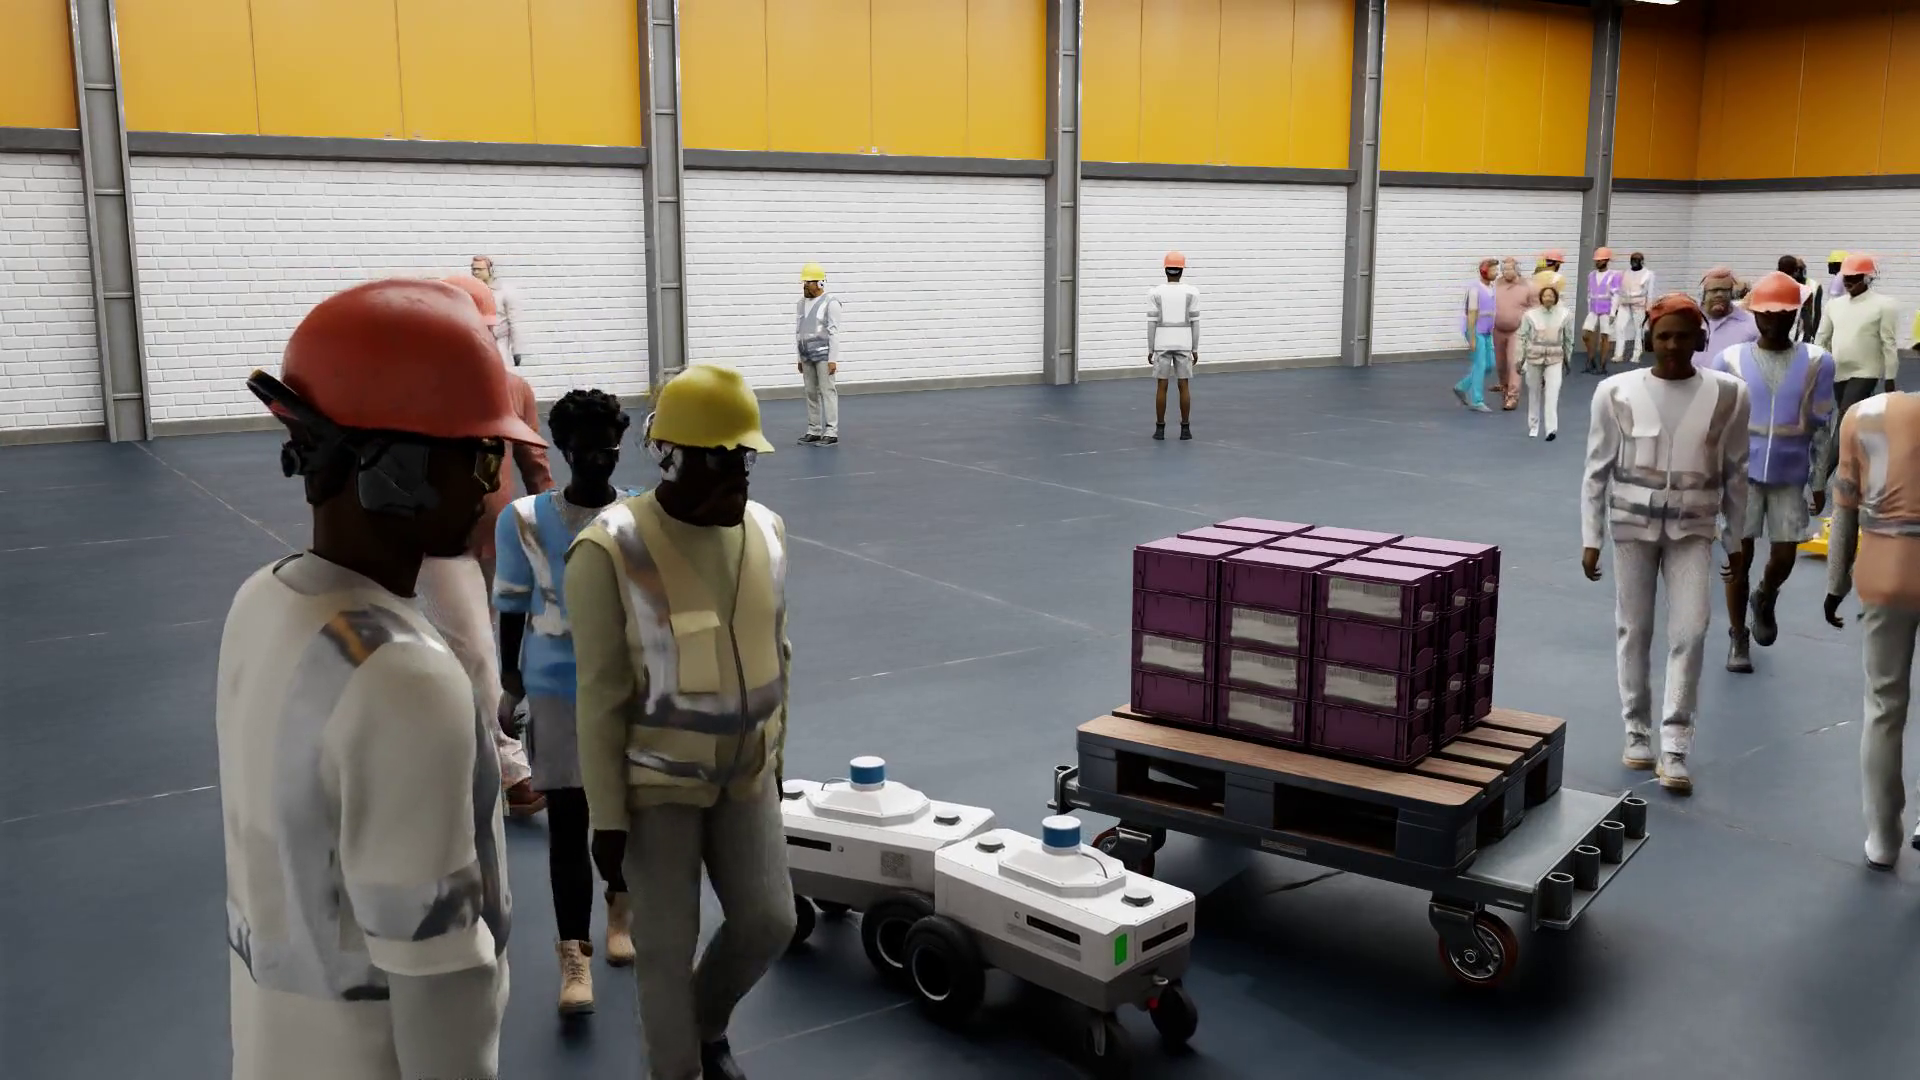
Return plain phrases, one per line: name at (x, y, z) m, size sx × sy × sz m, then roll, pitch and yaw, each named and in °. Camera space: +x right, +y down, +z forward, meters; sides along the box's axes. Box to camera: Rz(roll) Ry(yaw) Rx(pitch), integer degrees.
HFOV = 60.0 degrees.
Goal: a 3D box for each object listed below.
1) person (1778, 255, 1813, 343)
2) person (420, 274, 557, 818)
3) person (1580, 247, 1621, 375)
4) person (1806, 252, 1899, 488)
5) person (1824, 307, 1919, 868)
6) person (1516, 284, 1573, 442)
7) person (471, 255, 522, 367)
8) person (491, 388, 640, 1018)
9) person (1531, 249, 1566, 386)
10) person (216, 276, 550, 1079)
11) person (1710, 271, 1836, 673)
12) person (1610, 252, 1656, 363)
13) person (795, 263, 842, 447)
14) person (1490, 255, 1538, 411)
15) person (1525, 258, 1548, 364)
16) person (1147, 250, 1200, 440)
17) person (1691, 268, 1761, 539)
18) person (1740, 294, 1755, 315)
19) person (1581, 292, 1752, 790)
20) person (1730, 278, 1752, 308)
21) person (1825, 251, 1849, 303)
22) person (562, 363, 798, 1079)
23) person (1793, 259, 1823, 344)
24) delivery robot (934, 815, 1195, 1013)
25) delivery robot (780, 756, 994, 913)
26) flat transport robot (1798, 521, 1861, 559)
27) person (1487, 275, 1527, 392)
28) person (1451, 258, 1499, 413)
person at (9.123, -2.217, 18.502) m, size 0.595 × 1.881 × 0.949 m, roll 7°, pitch 13°, yaw 35°
person at (-1.757, 0.011, 6.088) m, size 1.011 × 1.937 × 0.633 m, roll 9°, pitch 14°, yaw 40°
person at (9.653, -3.441, 25.080) m, size 0.514 × 1.919 × 0.546 m, roll -8°, pitch 13°, yaw -38°
person at (7.174, -1.349, 13.524) m, size 1.019 × 1.938 × 0.659 m, roll -5°, pitch 11°, yaw -24°
person at (3.150, 0.153, 5.434) m, size 0.584 × 1.903 × 0.409 m, roll 6°, pitch 12°, yaw 31°
person at (5.983, -1.813, 17.037) m, size 0.550 × 1.589 × 0.856 m, roll 3°, pitch 11°, yaw 16°
person at (-4.819, -1.932, 16.859) m, size 0.669 × 1.887 × 0.561 m, roll 3°, pitch 11°, yaw 14°
person at (-0.971, 0.434, 4.515) m, size 0.542 × 1.665 × 0.764 m, roll -4°, pitch 11°, yaw -19°
person at (8.187, -3.085, 23.163) m, size 0.518 × 1.909 × 0.543 m, roll -10°, pitch 14°, yaw -42°
person at (-0.691, 0.694, 2.112) m, size 0.409 × 2.032 × 0.608 m, roll -7°, pitch 13°, yaw -35°
person at (3.873, -0.332, 8.027) m, size 0.558 × 1.918 × 0.555 m, roll 4°, pitch 11°, yaw 22°
person at (11.069, -3.821, 27.419) m, size 0.657 × 1.814 × 0.766 m, roll 9°, pitch 14°, yaw 41°
person at (-1.428, -1.837, 16.558) m, size 0.586 × 1.824 × 0.404 m, roll 9°, pitch 14°, yaw 41°
person at (6.700, -2.531, 20.252) m, size 0.657 × 1.863 × 0.889 m, roll 7°, pitch 12°, yaw 33°
person at (9.421, -3.706, 27.033) m, size 0.480 × 1.734 × 0.332 m, roll 3°, pitch 11°, yaw 15°
person at (2.180, -1.985, 17.040) m, size 0.543 × 1.938 × 0.356 m, roll 1°, pitch 10°, yaw 5°
person at (5.069, -0.880, 11.180) m, size 0.663 × 1.854 × 0.980 m, roll 3°, pitch 11°, yaw 16°
person at (6.714, -1.277, 14.047) m, size 0.702 × 1.609 × 0.511 m, roll -6°, pitch 12°, yaw -29°
person at (2.659, 0.010, 6.301) m, size 0.597 × 1.860 × 0.743 m, roll 4°, pitch 11°, yaw 21°
person at (8.716, -2.152, 18.825) m, size 0.727 × 1.612 × 0.512 m, roll -9°, pitch 13°, yaw -40°
person at (13.129, -3.382, 24.886) m, size 1.023 × 1.876 × 0.601 m, roll 7°, pitch 12°, yaw 33°
person at (-0.594, 0.513, 3.709) m, size 0.600 × 1.818 × 0.412 m, roll -10°, pitch 14°, yaw -42°
person at (10.493, -2.637, 21.010) m, size 0.646 × 1.791 × 0.960 m, roll 6°, pitch 12°, yaw 31°
delivery robot at (0.266, 0.970, 4.375) m, size 0.477 × 0.478 × 0.707 m, roll -10°, pitch 14°, yaw -44°
delivery robot at (-0.271, 0.879, 4.874) m, size 0.707 × 0.478 × 0.477 m, roll 5°, pitch 11°, yaw 25°
flat transport robot at (6.236, -0.043, 10.964) m, size 1.431 × 0.197 × 0.652 m, roll -7°, pitch 12°, yaw -33°
person at (7.404, -2.750, 22.149) m, size 0.656 × 1.609 × 0.505 m, roll 7°, pitch 13°, yaw 35°
person at (6.176, -2.438, 19.832) m, size 0.528 × 1.832 × 0.577 m, roll 9°, pitch 14°, yaw 41°
